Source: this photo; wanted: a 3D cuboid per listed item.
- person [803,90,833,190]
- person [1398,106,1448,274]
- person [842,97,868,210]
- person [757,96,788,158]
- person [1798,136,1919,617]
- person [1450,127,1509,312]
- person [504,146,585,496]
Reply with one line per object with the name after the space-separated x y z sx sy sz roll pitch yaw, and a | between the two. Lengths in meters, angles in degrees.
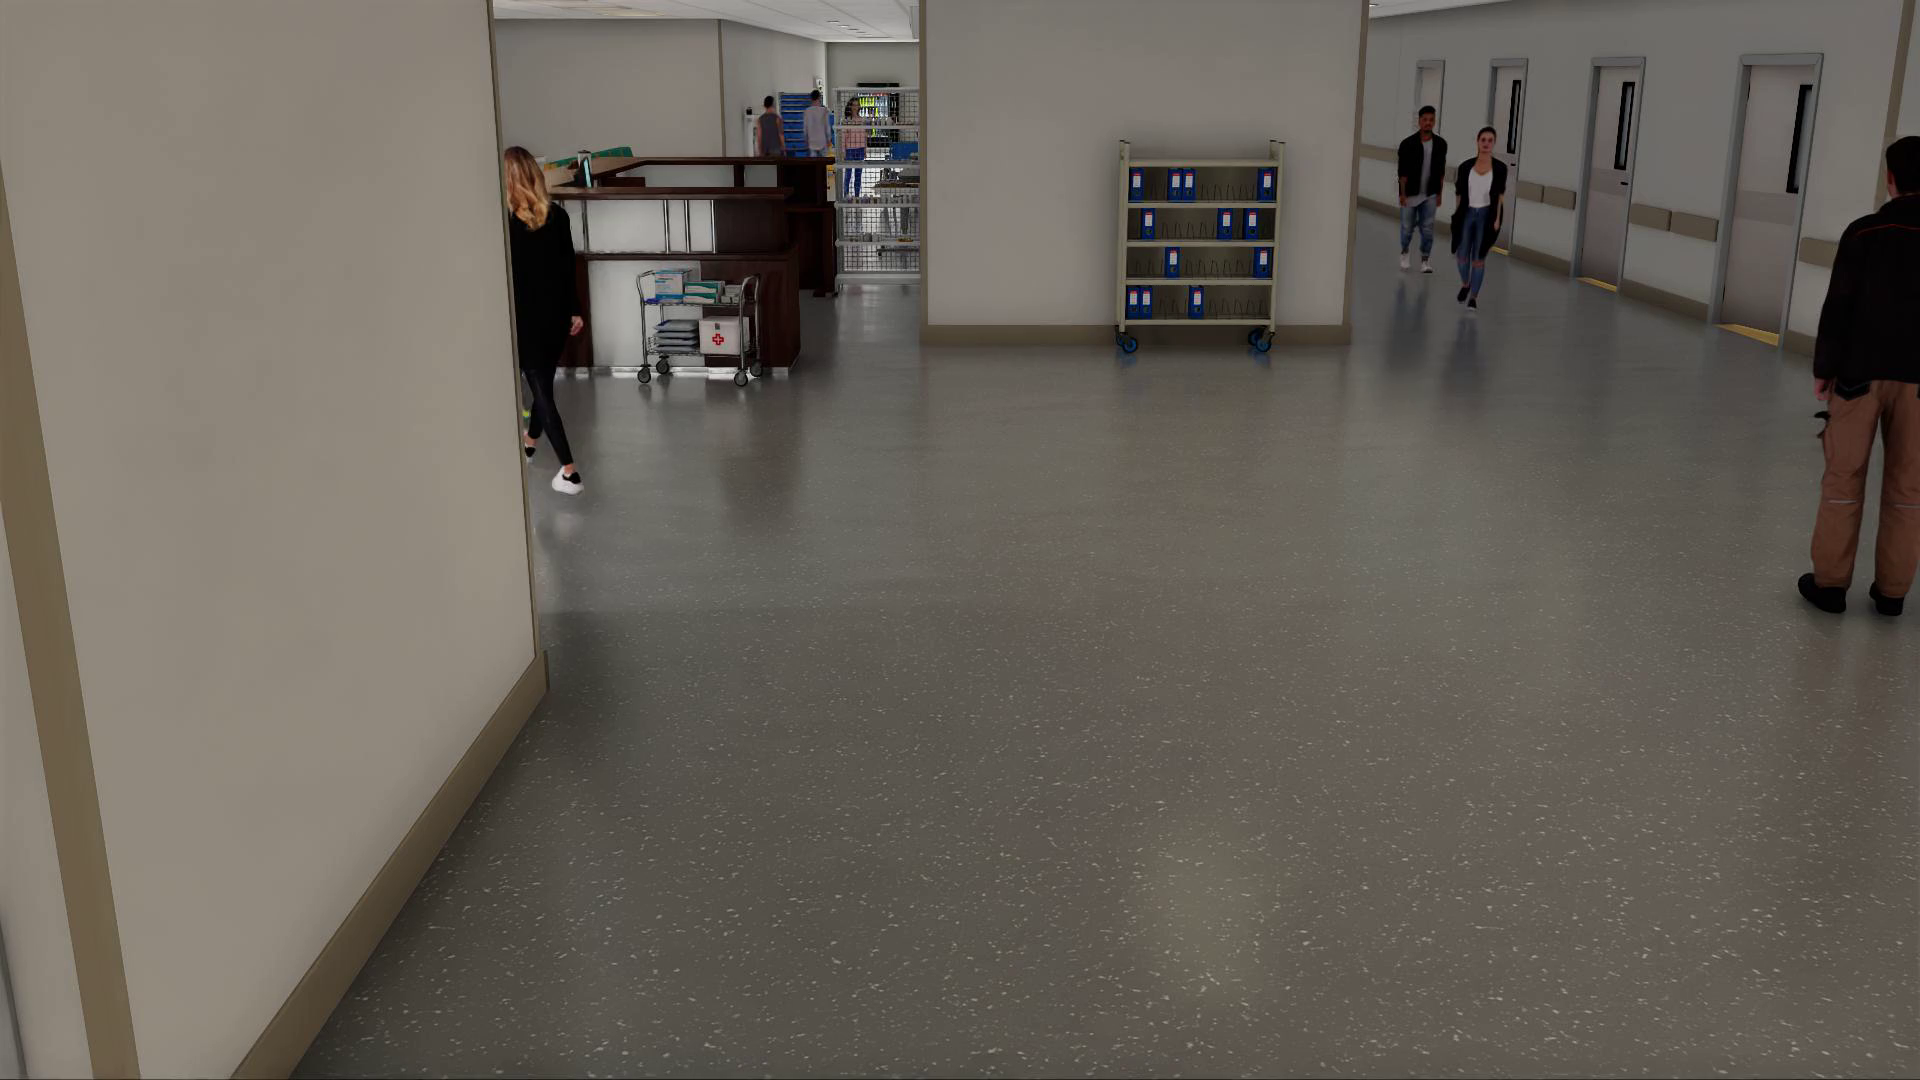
-2.654 -7.388 30.803 0.688 1.828 0.830 3 16 12 | person
5.030 -3.835 18.295 1.144 1.777 0.834 2 16 6 | person
-1.736 -6.287 27.012 0.680 1.766 0.788 -10 19 -32 | person
-3.245 -6.669 28.554 1.165 1.820 0.959 5 16 17 | person
3.730 -0.649 6.723 0.606 1.924 0.797 3 16 12 | person
4.810 -2.976 15.441 0.743 1.671 0.802 6 17 20 | person
-2.142 -1.069 8.547 1.187 1.743 1.168 -12 20 -36 | person
